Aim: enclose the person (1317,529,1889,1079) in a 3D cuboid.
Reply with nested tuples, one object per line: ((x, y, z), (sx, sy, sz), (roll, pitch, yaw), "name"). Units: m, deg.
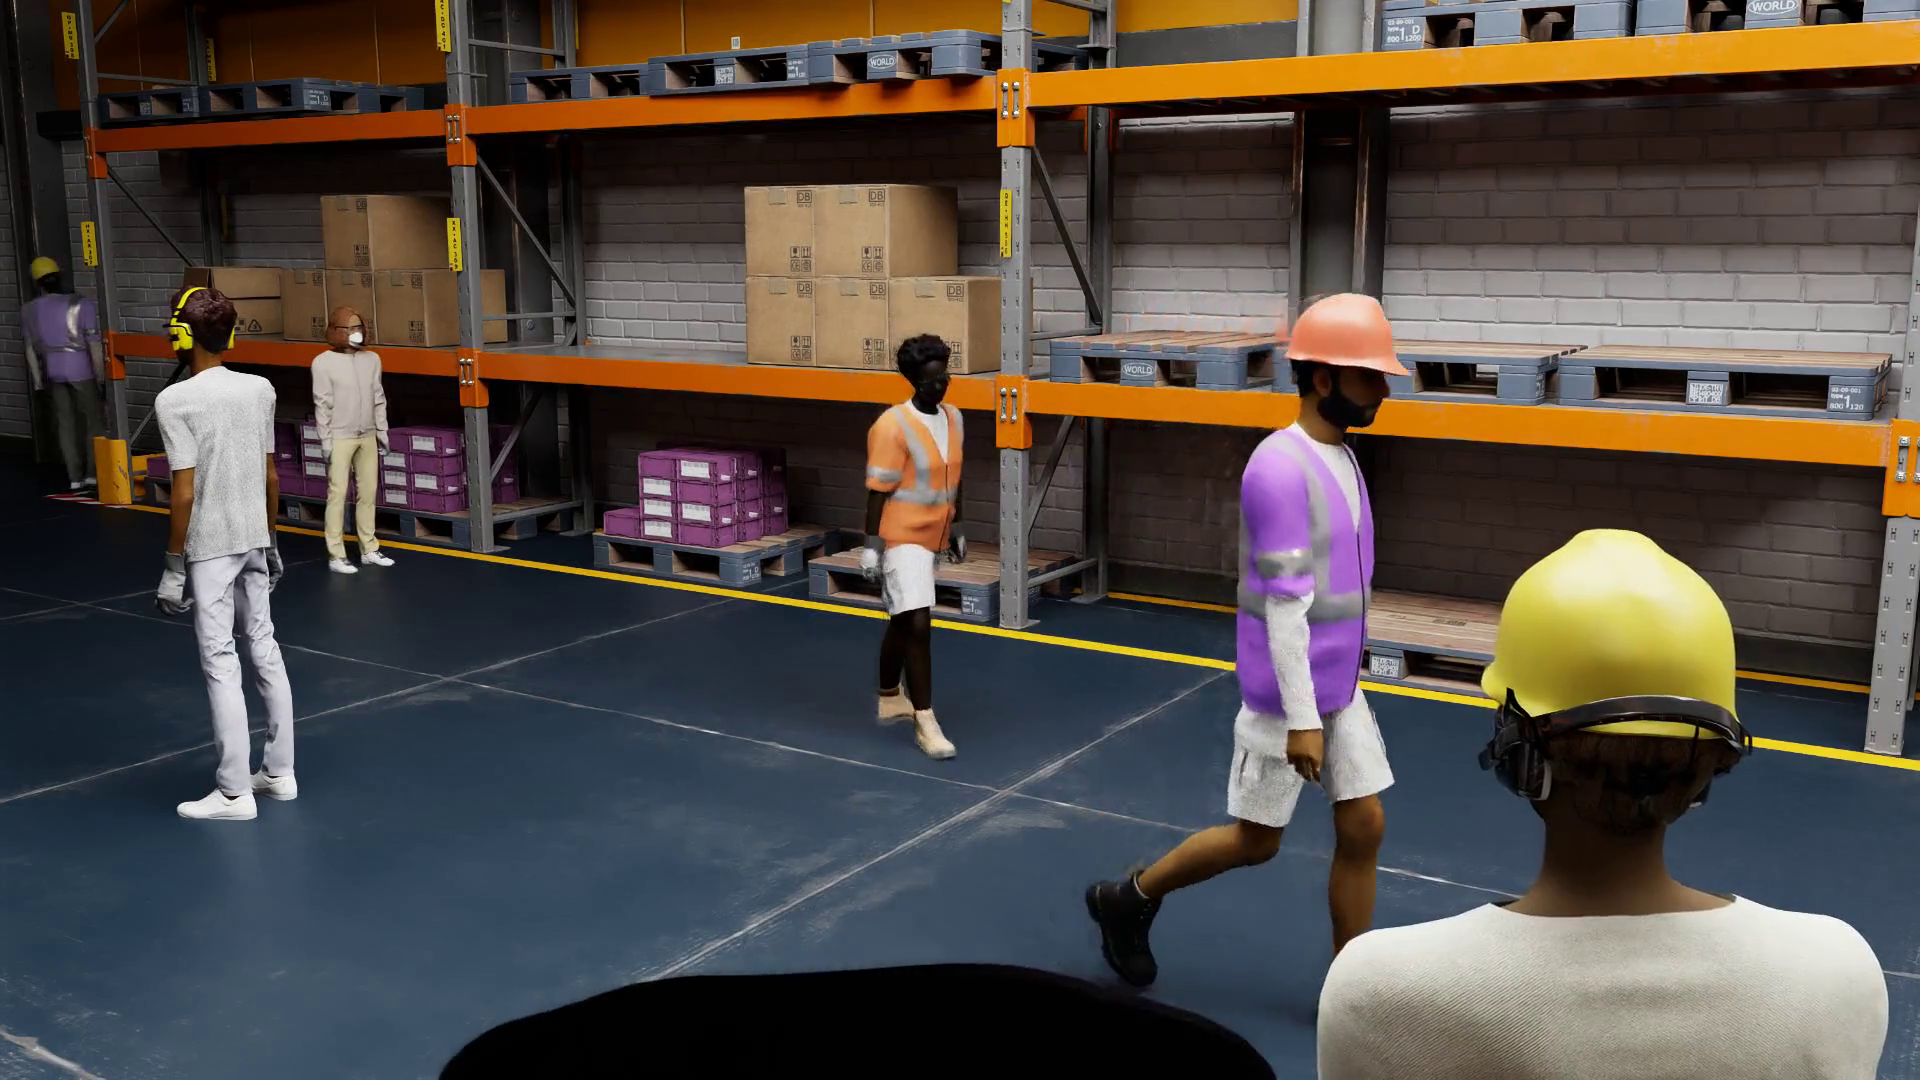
((0.571, 0.867, 1.588), (0.522, 1.769, 0.312), (-1, 10, -5), "person")

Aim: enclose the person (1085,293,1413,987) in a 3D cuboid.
((0.785, 0.330, 4.209), (0.861, 1.906, 0.531), (8, 13, 36), "person")

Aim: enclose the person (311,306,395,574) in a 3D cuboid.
((-3.716, -0.612, 10.180), (0.283, 1.626, 0.498), (6, 12, 31), "person")

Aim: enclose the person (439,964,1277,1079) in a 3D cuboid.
((-0.081, 0.892, 1.033), (0.597, 1.914, 0.372), (-1, 10, -4), "person")

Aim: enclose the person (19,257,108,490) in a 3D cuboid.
((-7.187, -1.320, 13.429), (0.739, 1.871, 0.406), (0, 10, 1), "person")

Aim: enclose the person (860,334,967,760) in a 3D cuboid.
((-0.163, 0.007, 6.650), (0.577, 1.658, 0.579), (6, 12, 30), "person")

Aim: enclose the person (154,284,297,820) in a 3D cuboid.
((-2.589, 0.052, 5.817), (0.329, 1.873, 0.516), (4, 11, 20), "person")
